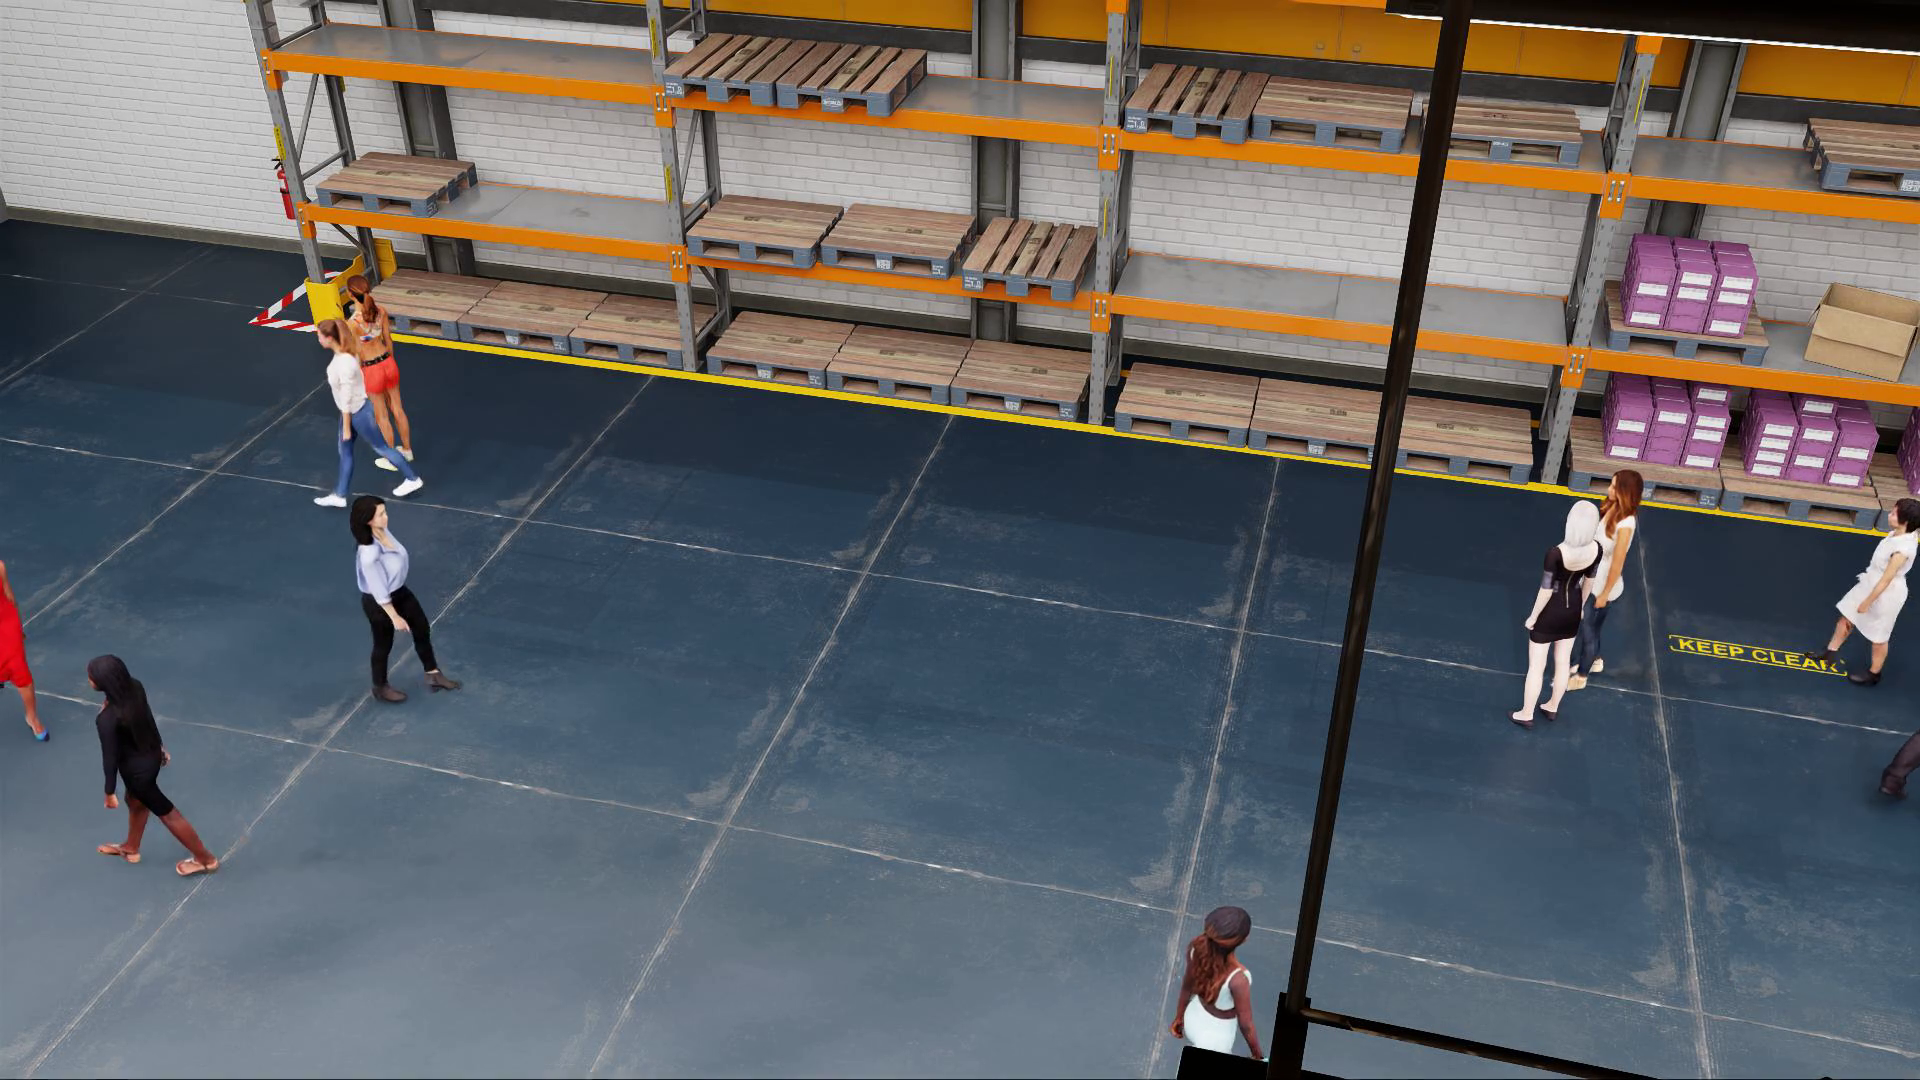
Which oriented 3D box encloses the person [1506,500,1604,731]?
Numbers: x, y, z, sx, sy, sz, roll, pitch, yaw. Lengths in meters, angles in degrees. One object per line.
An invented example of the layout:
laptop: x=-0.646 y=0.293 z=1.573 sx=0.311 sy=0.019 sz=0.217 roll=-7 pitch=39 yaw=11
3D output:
person: x=4.049 y=0.510 z=11.252 sx=0.602 sy=1.830 sz=0.710 roll=-10 pitch=35 yaw=-14

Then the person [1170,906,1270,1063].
person: x=1.181 y=2.533 z=8.342 sx=1.143 sy=1.683 sz=1.065 roll=-18 pitch=38 yaw=-25

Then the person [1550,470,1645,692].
person: x=4.514 y=0.278 z=11.621 sx=0.708 sy=1.808 sz=0.671 roll=1 pitch=34 yaw=2

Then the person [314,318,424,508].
person: x=-4.873 y=-1.036 z=13.711 sx=1.188 sy=1.683 sz=1.070 roll=-14 pitch=36 yaw=-21

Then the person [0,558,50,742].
person: x=-6.559 y=0.594 z=11.236 sx=1.035 sy=1.709 sz=0.836 roll=25 pitch=41 yaw=32

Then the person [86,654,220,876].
person: x=-4.866 y=1.391 z=10.050 sx=1.069 sy=1.694 sz=0.844 roll=-2 pitch=34 yaw=-3

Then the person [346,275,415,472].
person: x=-4.970 y=-1.427 z=14.202 sx=0.661 sy=1.791 sz=0.644 roll=21 pitch=39 yaw=28

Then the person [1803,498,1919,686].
person: x=6.563 y=0.403 z=11.680 sx=0.803 sy=1.535 sz=0.653 roll=16 pitch=37 yaw=22

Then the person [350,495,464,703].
person: x=-4.039 y=0.439 z=11.456 sx=0.939 sy=1.723 sz=0.804 roll=-1 pitch=34 yaw=-1
